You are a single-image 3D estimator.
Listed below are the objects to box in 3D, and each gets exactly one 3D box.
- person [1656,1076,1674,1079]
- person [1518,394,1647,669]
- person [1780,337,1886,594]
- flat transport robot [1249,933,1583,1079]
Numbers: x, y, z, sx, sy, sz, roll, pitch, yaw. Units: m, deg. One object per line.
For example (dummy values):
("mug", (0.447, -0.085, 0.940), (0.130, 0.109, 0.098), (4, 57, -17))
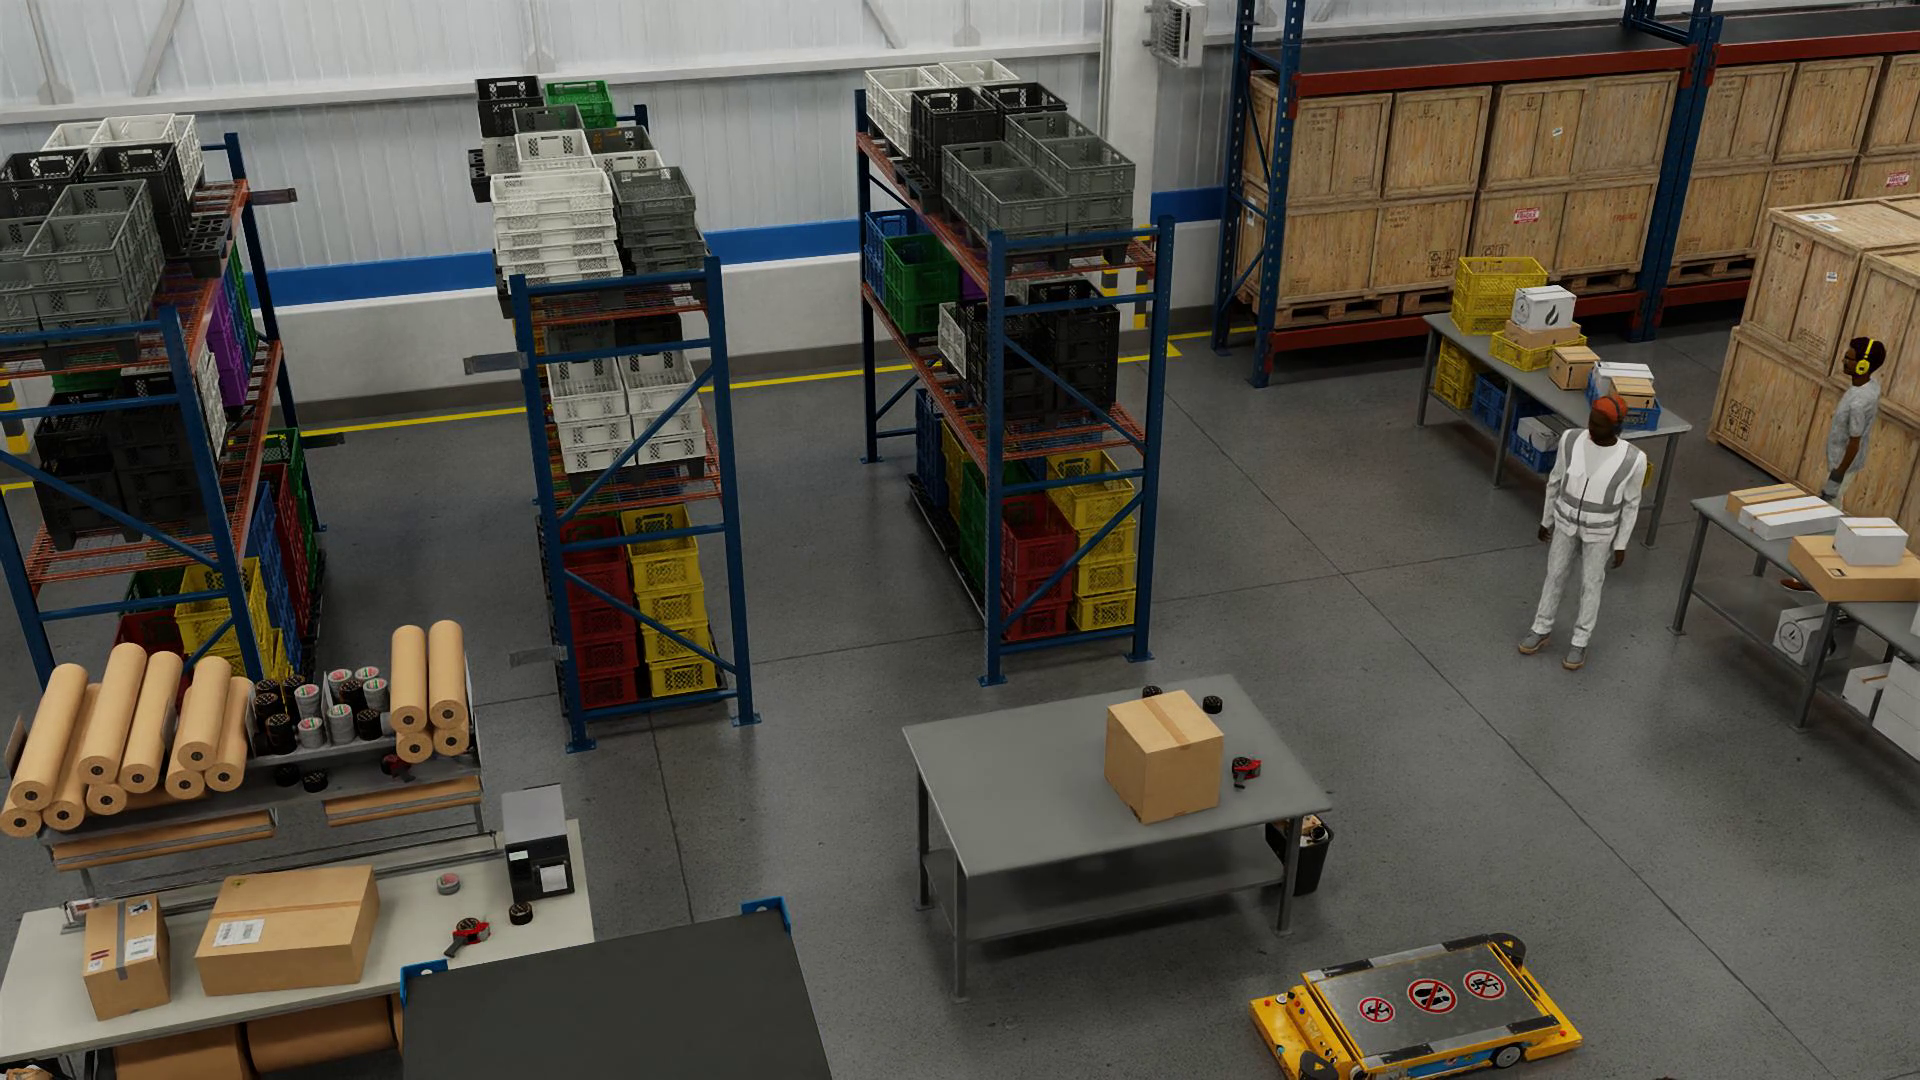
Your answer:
("person", (2.311, 2.598, 5.800), (0.628, 1.838, 0.429), (15, 32, 25))
("person", (3.974, -0.066, 10.589), (0.573, 1.885, 0.357), (23, 36, 35))
("person", (6.014, -0.507, 11.406), (0.332, 1.874, 0.520), (16, 33, 27))
("flat transport robot", (2.184, 2.282, 7.980), (1.431, 0.197, 0.652), (-8, 30, -14))
